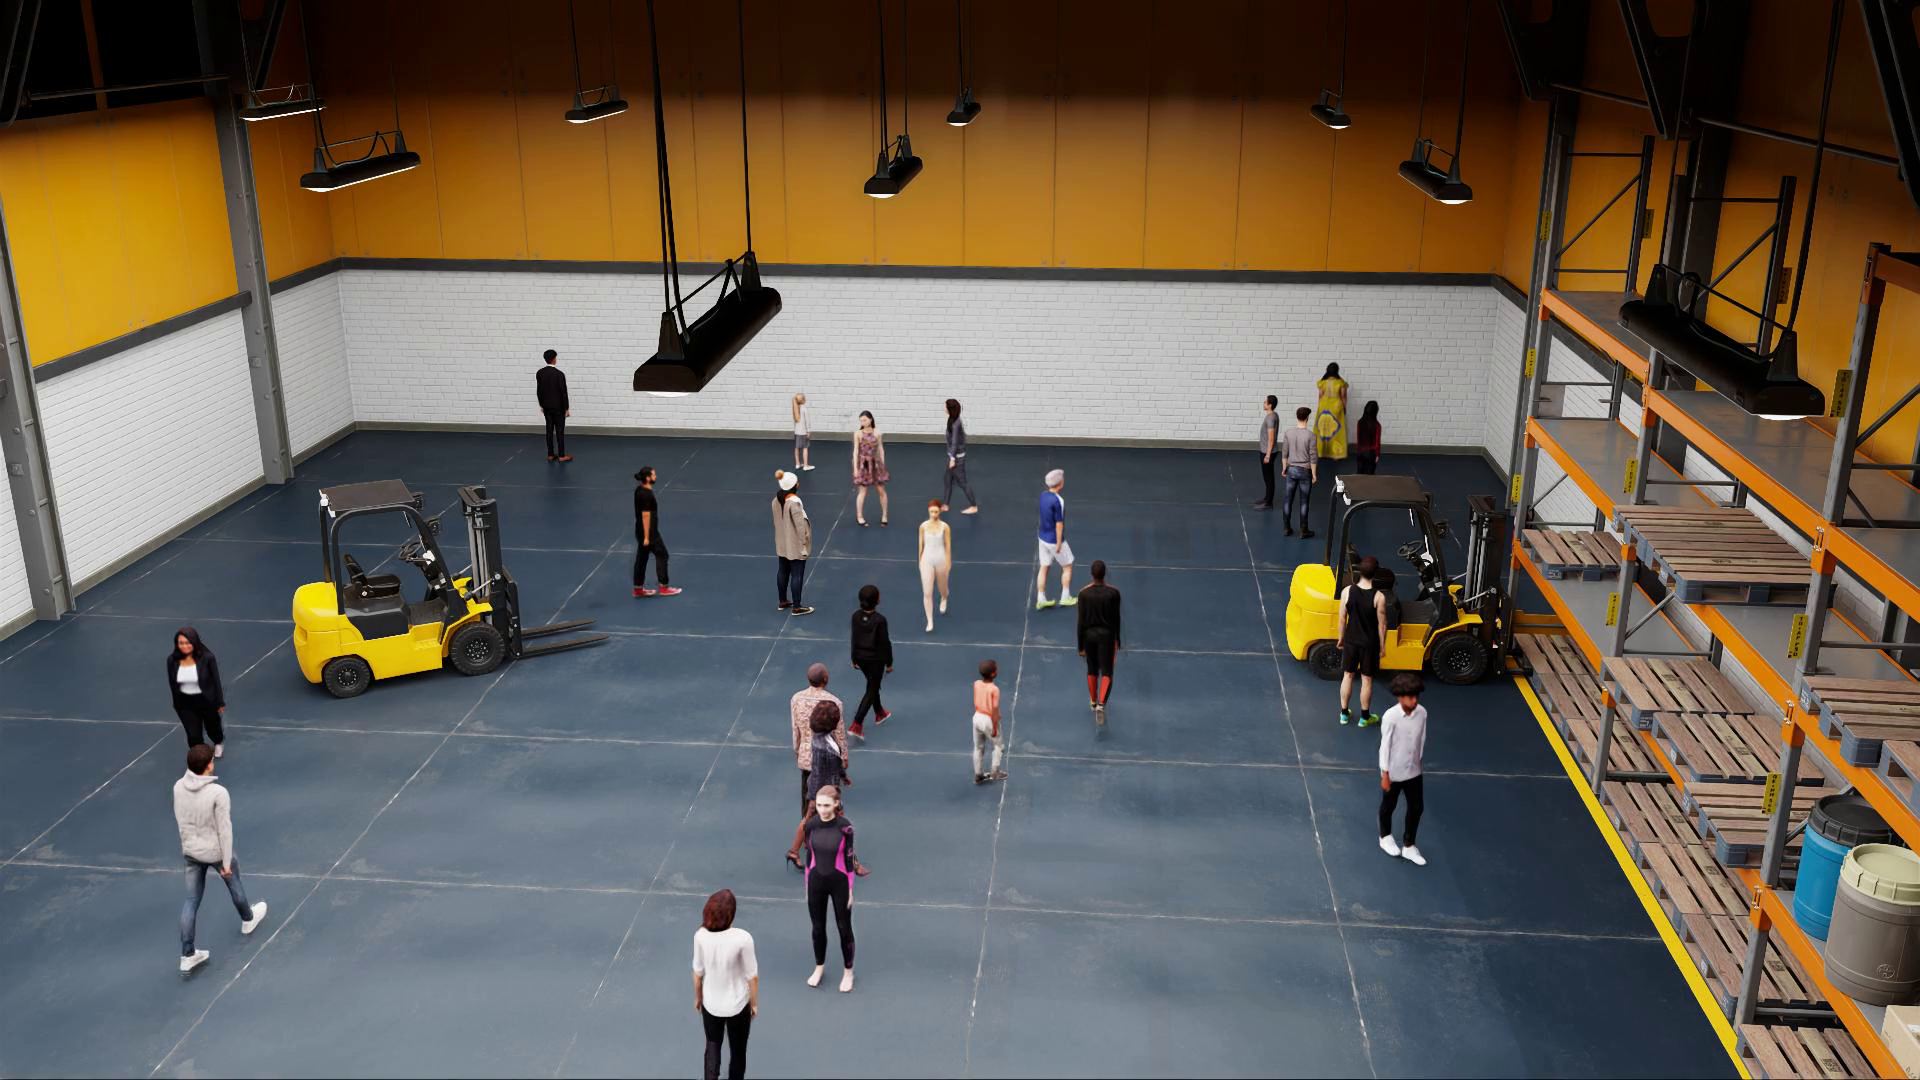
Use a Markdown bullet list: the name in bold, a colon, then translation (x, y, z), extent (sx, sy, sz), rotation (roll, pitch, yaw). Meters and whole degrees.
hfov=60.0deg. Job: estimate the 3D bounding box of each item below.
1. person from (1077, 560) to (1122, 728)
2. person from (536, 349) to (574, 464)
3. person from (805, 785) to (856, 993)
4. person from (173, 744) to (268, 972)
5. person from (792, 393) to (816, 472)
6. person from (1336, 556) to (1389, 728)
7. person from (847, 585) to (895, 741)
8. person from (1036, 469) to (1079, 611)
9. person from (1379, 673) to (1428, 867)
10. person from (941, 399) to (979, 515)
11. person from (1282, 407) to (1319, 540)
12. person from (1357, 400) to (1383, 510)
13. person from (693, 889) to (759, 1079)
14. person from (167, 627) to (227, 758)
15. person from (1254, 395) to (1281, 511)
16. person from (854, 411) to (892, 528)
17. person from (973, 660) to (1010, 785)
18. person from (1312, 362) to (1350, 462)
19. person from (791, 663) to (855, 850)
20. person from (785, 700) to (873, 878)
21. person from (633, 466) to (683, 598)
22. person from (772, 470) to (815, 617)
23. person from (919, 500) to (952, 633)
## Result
- **person**: translation (1.495, 1.107, 17.773), extent (0.687, 1.788, 1.124), rotation (3, 19, 9)
- **person**: translation (-6.734, -2.229, 27.533), extent (0.755, 1.883, 0.645), rotation (6, 20, 18)
- **person**: translation (-1.017, 2.714, 13.067), extent (0.580, 1.747, 0.574), rotation (4, 19, 13)
- **person**: translation (-6.136, 2.572, 13.383), extent (0.688, 1.813, 1.215), rotation (2, 19, 7)
- **person**: translation (-2.586, -1.782, 27.157), extent (0.597, 1.275, 0.646), rotation (16, 24, 39)
- **person**: translation (4.272, 1.074, 17.704), extent (0.776, 1.895, 0.749), rotation (11, 21, 29)
- **person**: translation (-0.972, 1.301, 17.426), extent (0.924, 1.642, 1.183), rotation (11, 21, 29)
- **person**: translation (1.091, 0.017, 20.972), extent (0.936, 1.813, 0.884), rotation (-14, 23, -35)
- **person**: translation (3.949, 2.016, 15.067), extent (0.834, 1.793, 0.917), rotation (-6, 20, -18)
- **person**: translation (0.010, -1.233, 24.791), extent (0.793, 1.744, 0.898), rotation (-3, 19, -9)
- **person**: translation (4.847, -0.970, 23.764), extent (0.779, 1.901, 0.766), rotation (12, 22, 32)
- **person**: translation (6.144, -1.292, 25.110), extent (0.708, 1.653, 0.649), rotation (-15, 24, -38)
- **person**: translation (-1.633, 3.253, 11.407), extent (0.644, 1.784, 0.816), rotation (3, 19, 8)
- **person**: translation (-7.590, 1.598, 16.618), extent (0.890, 1.595, 1.129), rotation (-5, 19, -15)
- **person**: translation (4.668, -1.337, 25.084), extent (0.709, 1.754, 0.527), rotation (4, 19, 11)
- **person**: translation (-1.358, -1.023, 24.156), extent (0.777, 1.751, 0.760), rotation (-5, 19, -15)
- **person**: translation (0.218, 1.815, 16.441), extent (0.614, 1.297, 0.682), rotation (15, 24, 37)
- **person**: translation (6.170, -2.144, 27.627), extent (0.971, 1.660, 0.944), rotation (9, 21, 25)
- **person**: translation (-1.276, 1.974, 15.167), extent (0.737, 1.808, 0.674), rotation (6, 20, 18)
- **person**: translation (-1.288, 2.222, 14.679), extent (0.736, 1.649, 0.970), rotation (0, 19, 0)
- **person**: translation (-4.099, -0.081, 21.380), extent (0.917, 1.737, 0.902), rotation (-9, 21, -26)
- **person**: translation (-2.137, 0.009, 20.887), extent (0.867, 1.882, 0.813), rotation (-16, 25, -40)
- **person**: translation (-0.295, 0.274, 20.511), extent (0.542, 1.619, 0.951), rotation (2, 19, 5)
